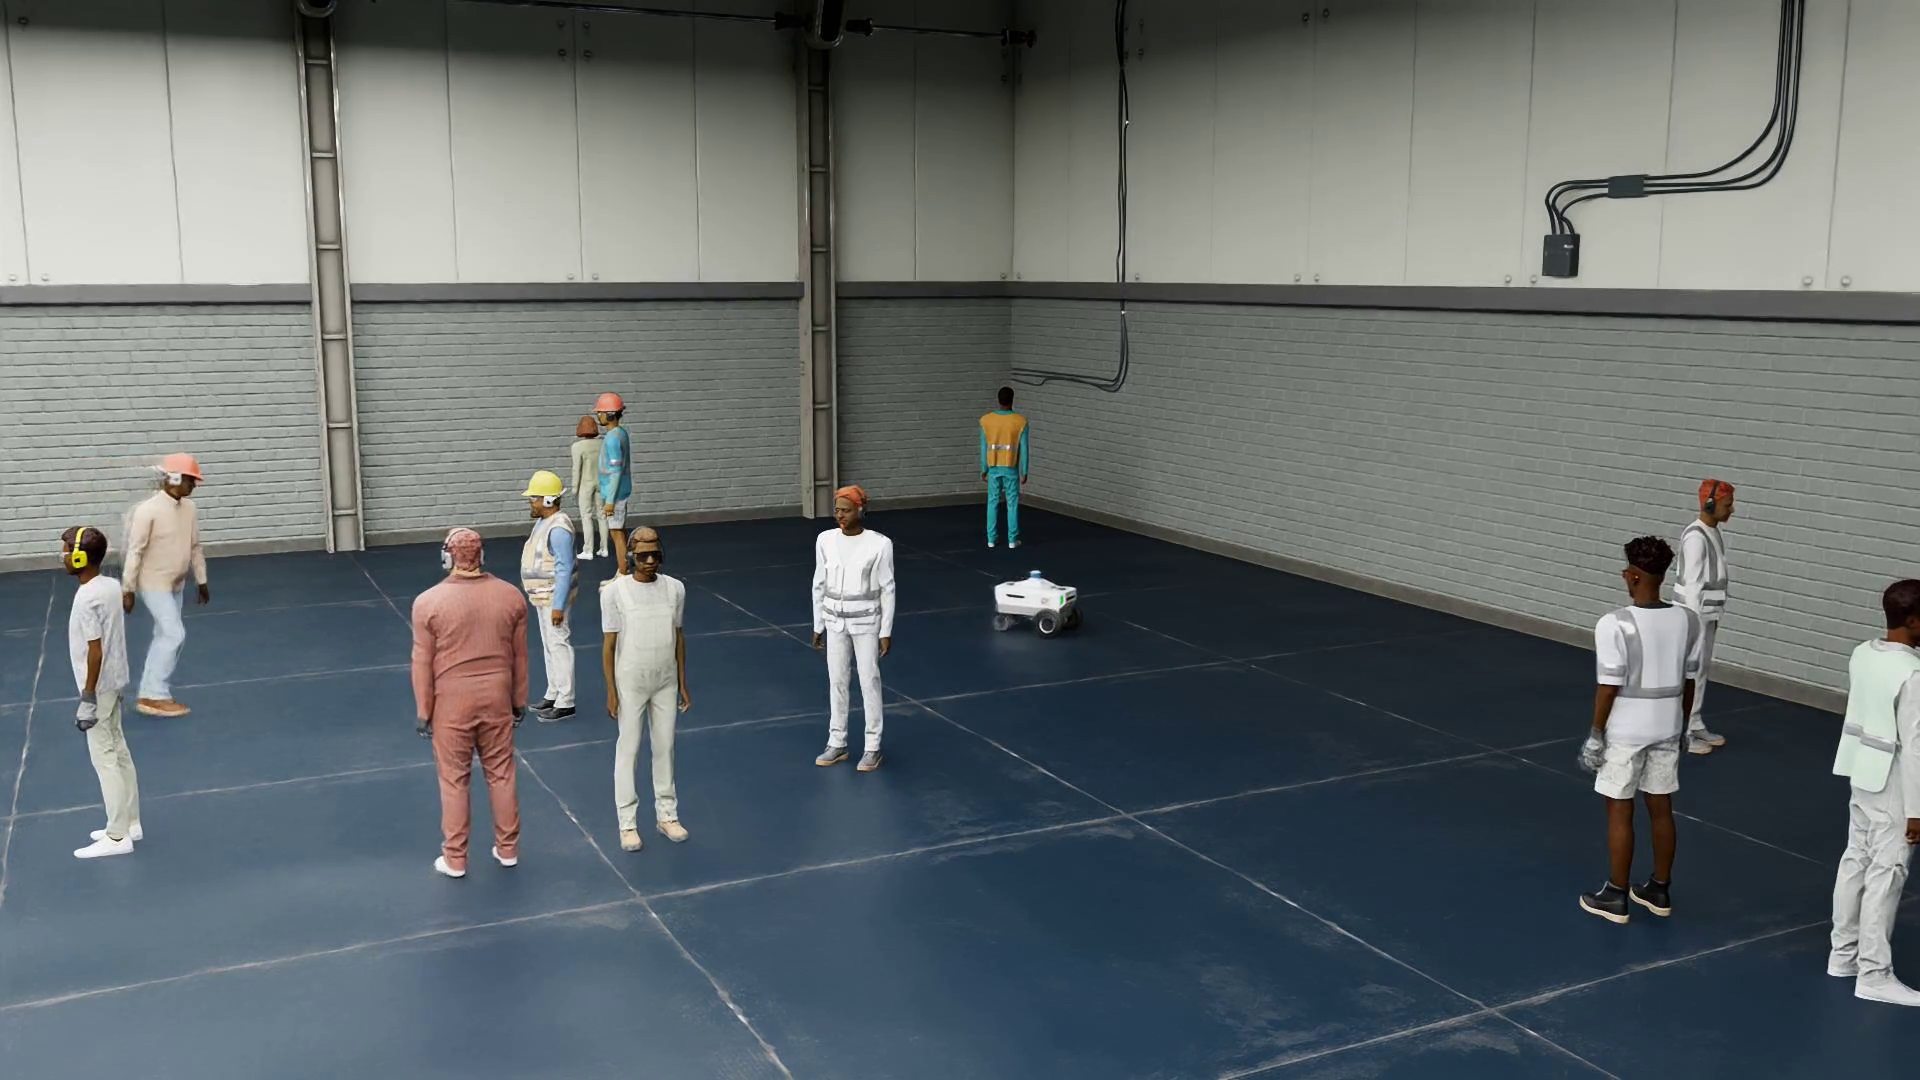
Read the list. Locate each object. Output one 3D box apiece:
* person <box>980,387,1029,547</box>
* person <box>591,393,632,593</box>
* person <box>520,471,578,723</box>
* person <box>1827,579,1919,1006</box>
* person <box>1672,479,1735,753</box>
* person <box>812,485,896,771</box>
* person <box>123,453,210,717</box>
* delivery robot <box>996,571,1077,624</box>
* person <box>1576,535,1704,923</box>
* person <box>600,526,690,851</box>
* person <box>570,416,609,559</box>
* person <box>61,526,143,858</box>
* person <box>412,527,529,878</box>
[{"bbox_3d":[0.524,-0.857,19.731,0.584,1.911,0.391,2,9,11],"label":"person"},{"bbox_3d":[-3.535,-0.471,16.927,0.375,2.044,0.607,-1,9,-7],"label":"person"},{"bbox_3d":[-2.998,0.407,12.159,0.404,1.832,0.600,-4,10,-25],"label":"person"},{"bbox_3d":[4.179,1.119,7.507,0.385,1.918,0.596,1,9,4],"label":"person"},{"bbox_3d":[5.067,0.517,11.360,0.372,1.879,0.582,6,11,35],"label":"person"},{"bbox_3d":[-0.711,0.577,10.954,0.584,1.882,0.345,4,10,23],"label":"person"},{"bbox_3d":[-5.859,0.331,12.261,0.637,1.945,0.635,1,9,5],"label":"person"},{"bbox_3d":[0.685,0.523,15.082,0.707,0.478,0.477,5,10,28],"label":"delivery robot"},{"bbox_3d":[3.412,0.953,8.400,0.643,1.961,0.364,-3,10,-17],"label":"person"},{"bbox_3d":[-1.781,0.835,9.488,0.508,1.846,0.345,-6,11,-33],"label":"person"},{"bbox_3d":[-4.213,-0.596,18.948,0.267,1.632,0.509,8,12,40],"label":"person"},{"bbox_3d":[-4.848,0.846,9.345,0.314,1.869,0.536,-2,9,-10],"label":"person"},{"bbox_3d":[-2.671,0.877,9.090,0.637,1.897,0.401,-7,12,-38],"label":"person"}]
